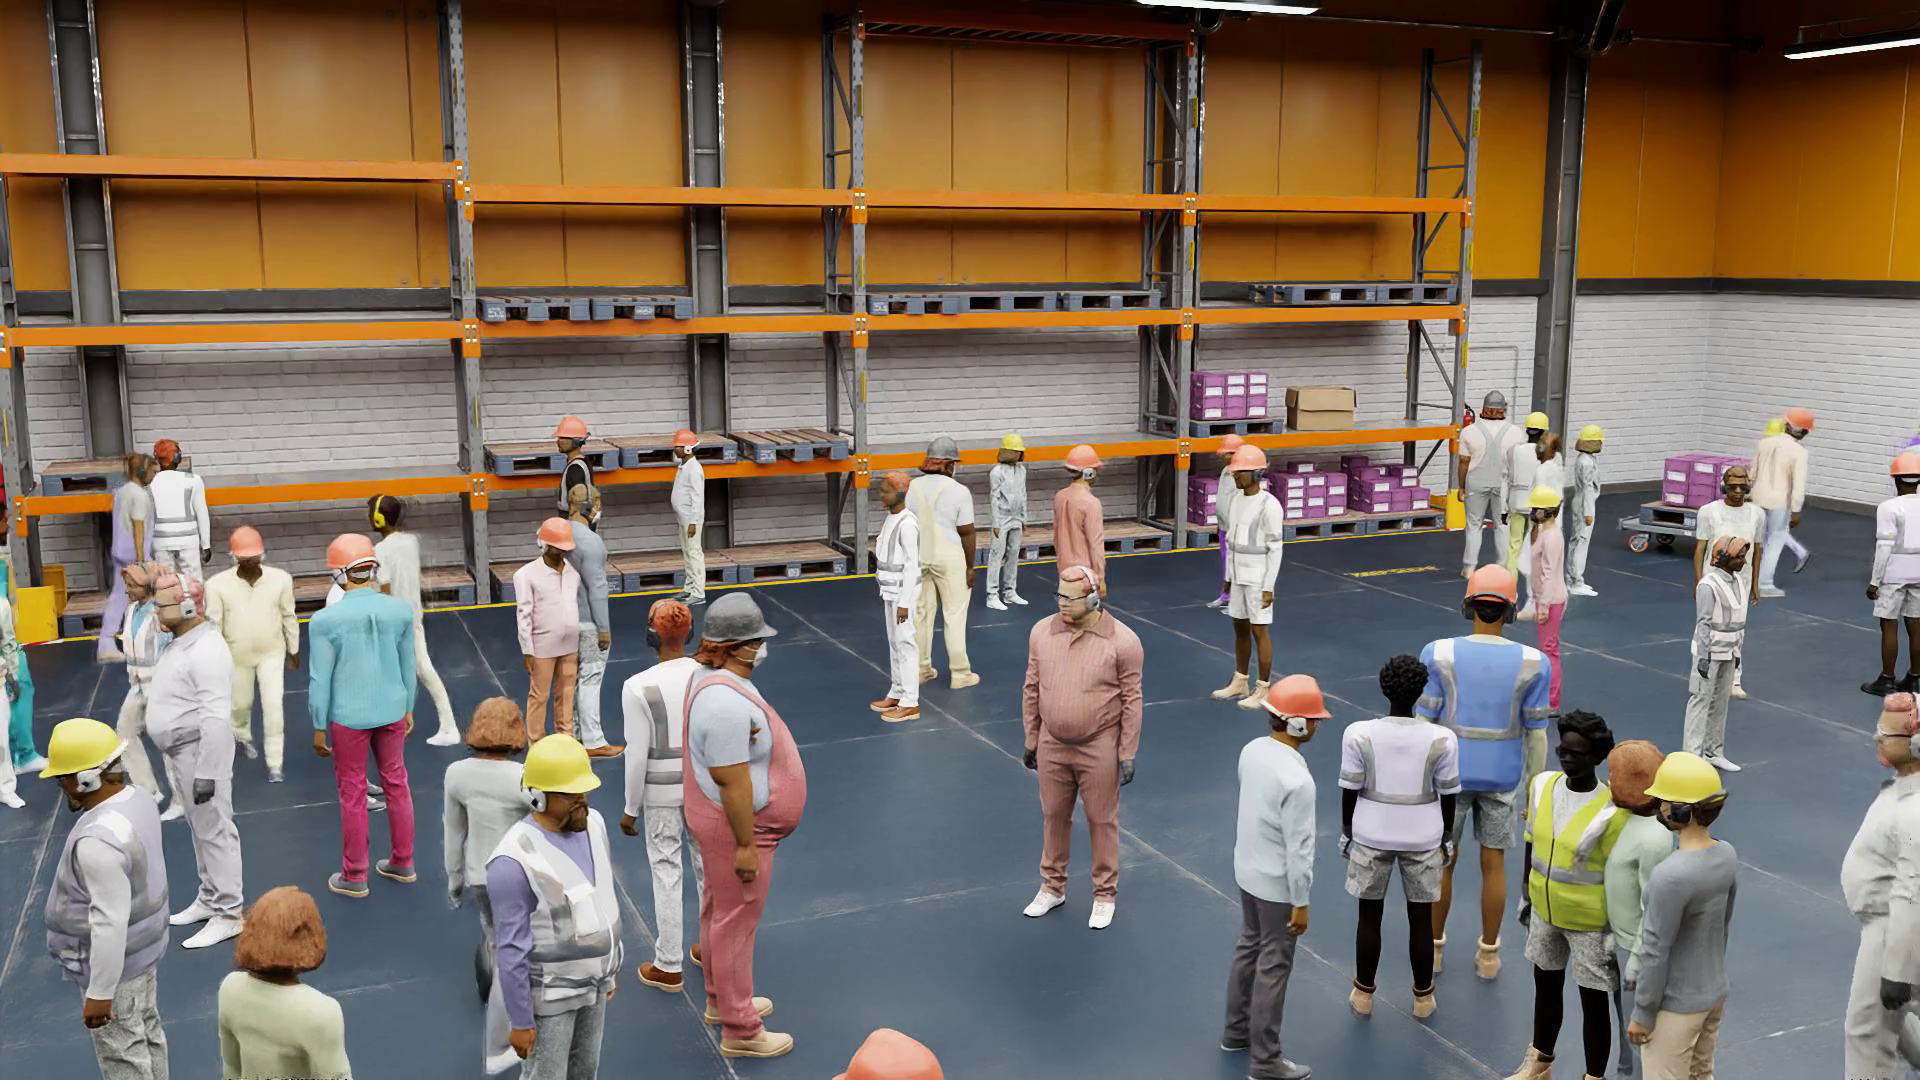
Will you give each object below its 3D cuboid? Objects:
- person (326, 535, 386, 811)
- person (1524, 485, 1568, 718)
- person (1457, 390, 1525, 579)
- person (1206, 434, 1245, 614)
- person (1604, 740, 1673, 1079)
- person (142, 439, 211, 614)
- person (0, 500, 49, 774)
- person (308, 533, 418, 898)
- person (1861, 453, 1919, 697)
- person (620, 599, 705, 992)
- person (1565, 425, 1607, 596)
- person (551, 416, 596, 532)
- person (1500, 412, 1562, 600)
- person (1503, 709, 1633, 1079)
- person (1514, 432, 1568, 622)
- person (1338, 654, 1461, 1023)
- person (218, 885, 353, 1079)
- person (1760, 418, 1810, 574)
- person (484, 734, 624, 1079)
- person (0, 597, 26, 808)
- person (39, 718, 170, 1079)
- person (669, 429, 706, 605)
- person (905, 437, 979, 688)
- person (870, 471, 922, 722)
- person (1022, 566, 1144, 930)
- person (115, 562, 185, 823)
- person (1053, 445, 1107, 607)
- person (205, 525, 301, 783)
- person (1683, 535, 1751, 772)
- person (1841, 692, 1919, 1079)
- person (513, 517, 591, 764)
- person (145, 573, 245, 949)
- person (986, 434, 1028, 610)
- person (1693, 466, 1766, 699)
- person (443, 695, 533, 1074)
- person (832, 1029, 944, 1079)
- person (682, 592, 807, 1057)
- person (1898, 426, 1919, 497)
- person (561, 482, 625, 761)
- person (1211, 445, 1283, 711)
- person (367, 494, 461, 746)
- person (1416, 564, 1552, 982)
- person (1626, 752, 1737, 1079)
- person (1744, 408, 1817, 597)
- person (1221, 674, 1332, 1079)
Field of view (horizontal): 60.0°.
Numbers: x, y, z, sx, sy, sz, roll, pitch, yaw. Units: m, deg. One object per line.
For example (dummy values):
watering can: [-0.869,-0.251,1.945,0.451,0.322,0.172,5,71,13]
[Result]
person: [-3.796,0.828,10.492,0.339,1.741,0.573,-3,10,-15]
person: [4.411,0.460,12.589,0.350,1.759,0.522,3,10,16]
person: [5.671,-0.594,17.838,0.689,2.000,0.538,2,10,11]
person: [2.636,-0.165,16.184,0.323,1.752,0.562,-3,10,-16]
person: [2.631,1.573,6.521,0.278,1.633,0.498,2,10,12]
person: [-6.866,0.051,14.563,0.573,1.886,0.353,-3,10,-18]
person: [-6.472,0.666,11.011,0.597,1.892,0.720,8,13,40]
person: [-3.264,0.949,9.106,0.407,1.987,0.614,8,13,40]
person: [7.402,0.282,13.111,0.550,1.927,0.379,-2,10,-11]
person: [-1.347,1.206,7.917,0.573,1.883,0.354,-8,13,-40]
person: [6.431,-0.312,17.064,0.296,1.743,0.493,2,10,11]
person: [-3.443,-0.087,14.894,0.358,2.047,0.615,-1,10,-8]
person: [5.699,-0.321,16.628,0.589,1.919,0.402,7,12,35]
person: [2.474,1.507,6.713,0.322,1.699,0.535,-5,11,-28]
person: [5.518,-0.106,15.711,0.498,1.811,0.568,7,12,34]
person: [1.989,1.358,7.579,0.540,1.695,0.317,2,10,11]
person: [-2.020,1.837,5.039,0.515,1.637,0.432,6,11,29]
person: [8.807,-0.446,17.836,0.539,1.744,0.550,1,10,3]
person: [-1.407,1.576,5.934,0.404,1.830,0.603,4,10,20]
person: [-6.121,0.915,10.334,0.318,1.630,0.513,9,13,42]
person: [-3.145,1.541,6.163,0.404,1.821,0.600,-3,10,-14]
person: [-2.718,-0.233,16.580,0.325,1.752,0.563,-4,11,-23]
person: [-0.133,0.167,13.450,0.672,2.000,0.536,6,11,30]
person: [-0.470,0.414,12.484,0.353,1.883,0.578,-3,10,-16]
person: [0.612,1.070,8.644,0.652,1.904,0.402,5,11,26]
person: [-4.960,0.946,10.165,0.521,1.627,0.464,6,11,29]
person: [0.962,0.243,13.141,0.375,1.997,0.611,-6,11,-29]
person: [-4.750,0.722,11.187,0.580,1.725,0.783,-5,11,-26]
person: [5.069,0.775,11.136,0.514,1.634,0.312,-7,12,-37]
person: [3.574,1.490,6.241,0.635,1.889,0.667,6,12,31]
person: [-2.719,0.704,11.208,0.343,1.742,0.561,8,12,37]
person: [-3.893,1.104,8.444,0.405,1.907,0.636,-7,12,-34]
person: [0.491,-0.183,16.361,0.343,1.736,0.484,9,13,42]
person: [6.021,0.335,13.050,0.506,1.846,0.345,1,10,6]
person: [-1.927,1.457,7.260,0.518,1.610,0.660,4,11,22]
person: [-0.141,1.970,3.878,0.560,1.756,0.317,-8,12,-38]
person: [-0.945,1.227,7.343,0.535,2.000,0.673,-3,10,-17]
person: [9.896,-0.359,17.033,0.539,1.843,0.600,7,12,37]
person: [-2.593,0.560,11.491,0.363,1.934,0.636,-8,13,-39]
person: [2.208,0.286,12.758,0.397,2.044,0.609,-5,11,-25]
person: [-3.988,0.570,11.789,0.991,1.820,0.517,4,11,22]
person: [2.493,1.121,8.009,0.615,2.028,0.409,2,10,12]
person: [2.543,1.617,5.918,0.521,1.760,0.329,-9,13,-41]
person: [8.212,-0.366,16.819,0.700,1.948,0.665,-3,10,-17]
person: [1.376,1.423,7.091,0.380,1.739,0.566,-2,10,-14]
